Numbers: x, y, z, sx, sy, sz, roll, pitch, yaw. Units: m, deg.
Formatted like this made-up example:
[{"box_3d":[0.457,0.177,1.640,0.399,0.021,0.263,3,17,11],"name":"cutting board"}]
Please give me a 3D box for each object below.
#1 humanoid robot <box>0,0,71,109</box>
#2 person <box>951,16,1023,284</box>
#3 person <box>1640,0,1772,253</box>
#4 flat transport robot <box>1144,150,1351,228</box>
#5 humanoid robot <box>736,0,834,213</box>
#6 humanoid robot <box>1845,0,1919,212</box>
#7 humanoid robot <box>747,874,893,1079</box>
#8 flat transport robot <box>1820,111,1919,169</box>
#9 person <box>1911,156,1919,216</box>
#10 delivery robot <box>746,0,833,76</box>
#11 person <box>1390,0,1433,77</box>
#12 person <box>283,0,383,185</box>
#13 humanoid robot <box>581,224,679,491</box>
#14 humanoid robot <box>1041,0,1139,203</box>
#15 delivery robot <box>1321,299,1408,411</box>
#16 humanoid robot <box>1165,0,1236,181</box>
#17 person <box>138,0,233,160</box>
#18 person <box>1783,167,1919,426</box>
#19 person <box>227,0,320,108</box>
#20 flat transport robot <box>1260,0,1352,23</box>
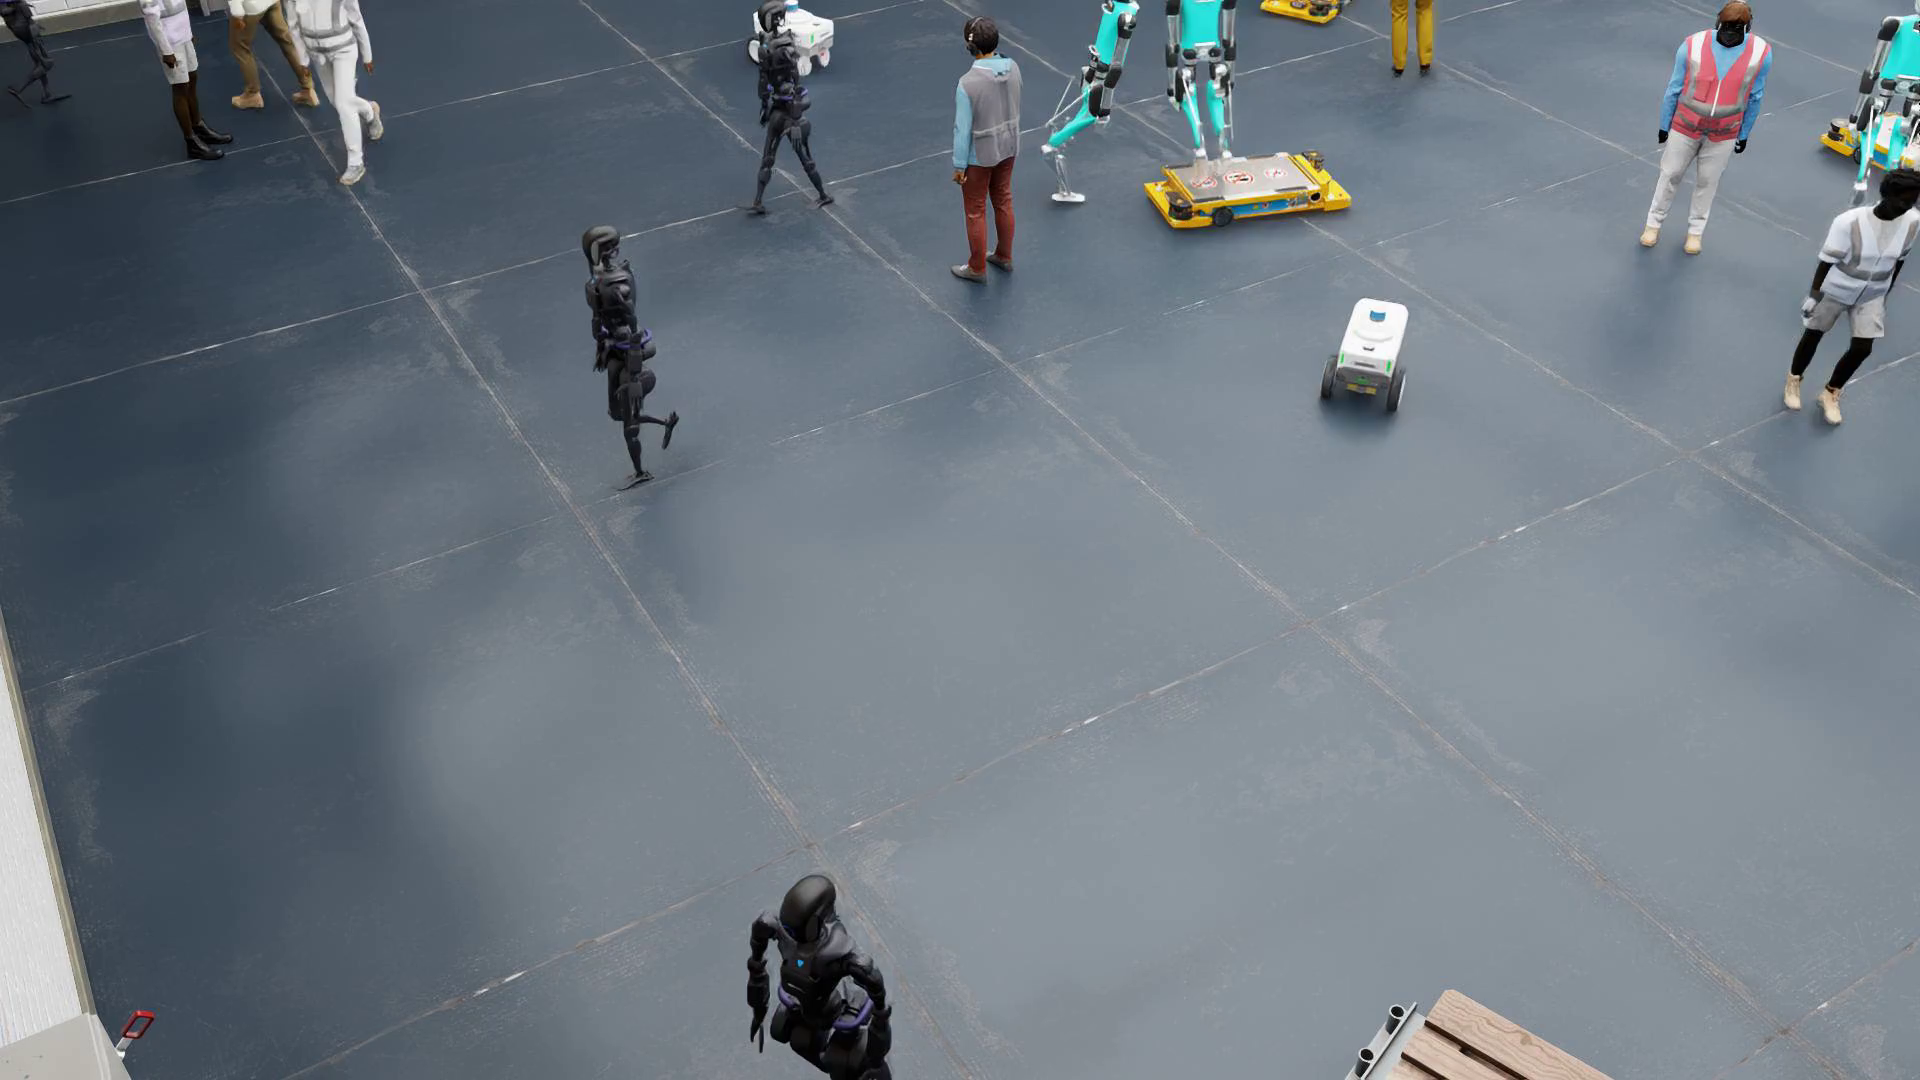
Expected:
[{"box_3d":[-7.782,-4.326,13.624,0.490,1.649,0.600,-24,44,-27],"name":"humanoid robot"},{"box_3d":[0.189,-2.619,11.308,0.542,1.870,0.417,-29,47,-31],"name":"person"},{"box_3d":[5.234,-2.894,11.690,0.629,1.836,0.431,13,40,16],"name":"person"},{"box_3d":[2.186,-2.667,12.657,1.431,0.231,0.659,-9,39,-11],"name":"flat transport robot"},{"box_3d":[-1.299,-3.122,12.130,0.765,1.629,0.586,-24,44,-27],"name":"humanoid robot"},{"box_3d":[6.617,-2.850,11.799,0.551,1.879,0.783,7,39,9],"name":"humanoid robot"},{"box_3d":[-0.495,1.748,5.993,0.611,1.622,0.794,17,41,20],"name":"humanoid robot"},{"box_3d":[7.583,-2.990,13.064,0.659,0.231,1.431,-18,42,-21],"name":"flat transport robot"},{"box_3d":[7.354,-2.981,11.981,0.557,1.586,0.862,-26,45,-29],"name":"person"},{"box_3d":[-1.497,-4.460,14.693,0.771,0.599,0.525,23,44,26],"name":"delivery robot"},{"box_3d":[3.858,-4.844,14.229,0.581,1.715,0.389,10,39,12],"name":"person"},{"box_3d":[-4.780,-3.765,12.781,0.550,1.842,0.883,7,39,9],"name":"person"},{"box_3d":[-1.854,-1.056,9.501,0.527,1.644,0.592,-24,44,-27],"name":"humanoid robot"},{"box_3d":[0.864,-3.199,12.241,0.803,1.875,0.536,-5,39,-6],"name":"humanoid robot"},{"box_3d":[2.622,-1.224,10.590,0.499,0.575,0.759,13,40,15],"name":"delivery robot"},{"box_3d":[1.804,-3.255,12.238,0.551,1.801,0.767,-6,39,-7],"name":"humanoid robot"},{"box_3d":[-6.090,-3.919,12.890,0.340,1.942,0.551,-3,38,-4],"name":"person"},{"box_3d":[5.338,-1.455,9.982,0.579,1.677,0.541,6,39,7],"name":"person"},{"box_3d":[-5.834,-4.362,13.618,0.816,1.724,0.630,9,39,11],"name":"person"},{"box_3d":[3.503,-5.335,16.023,0.659,0.231,1.431,22,43,26],"name":"flat transport robot"}]
